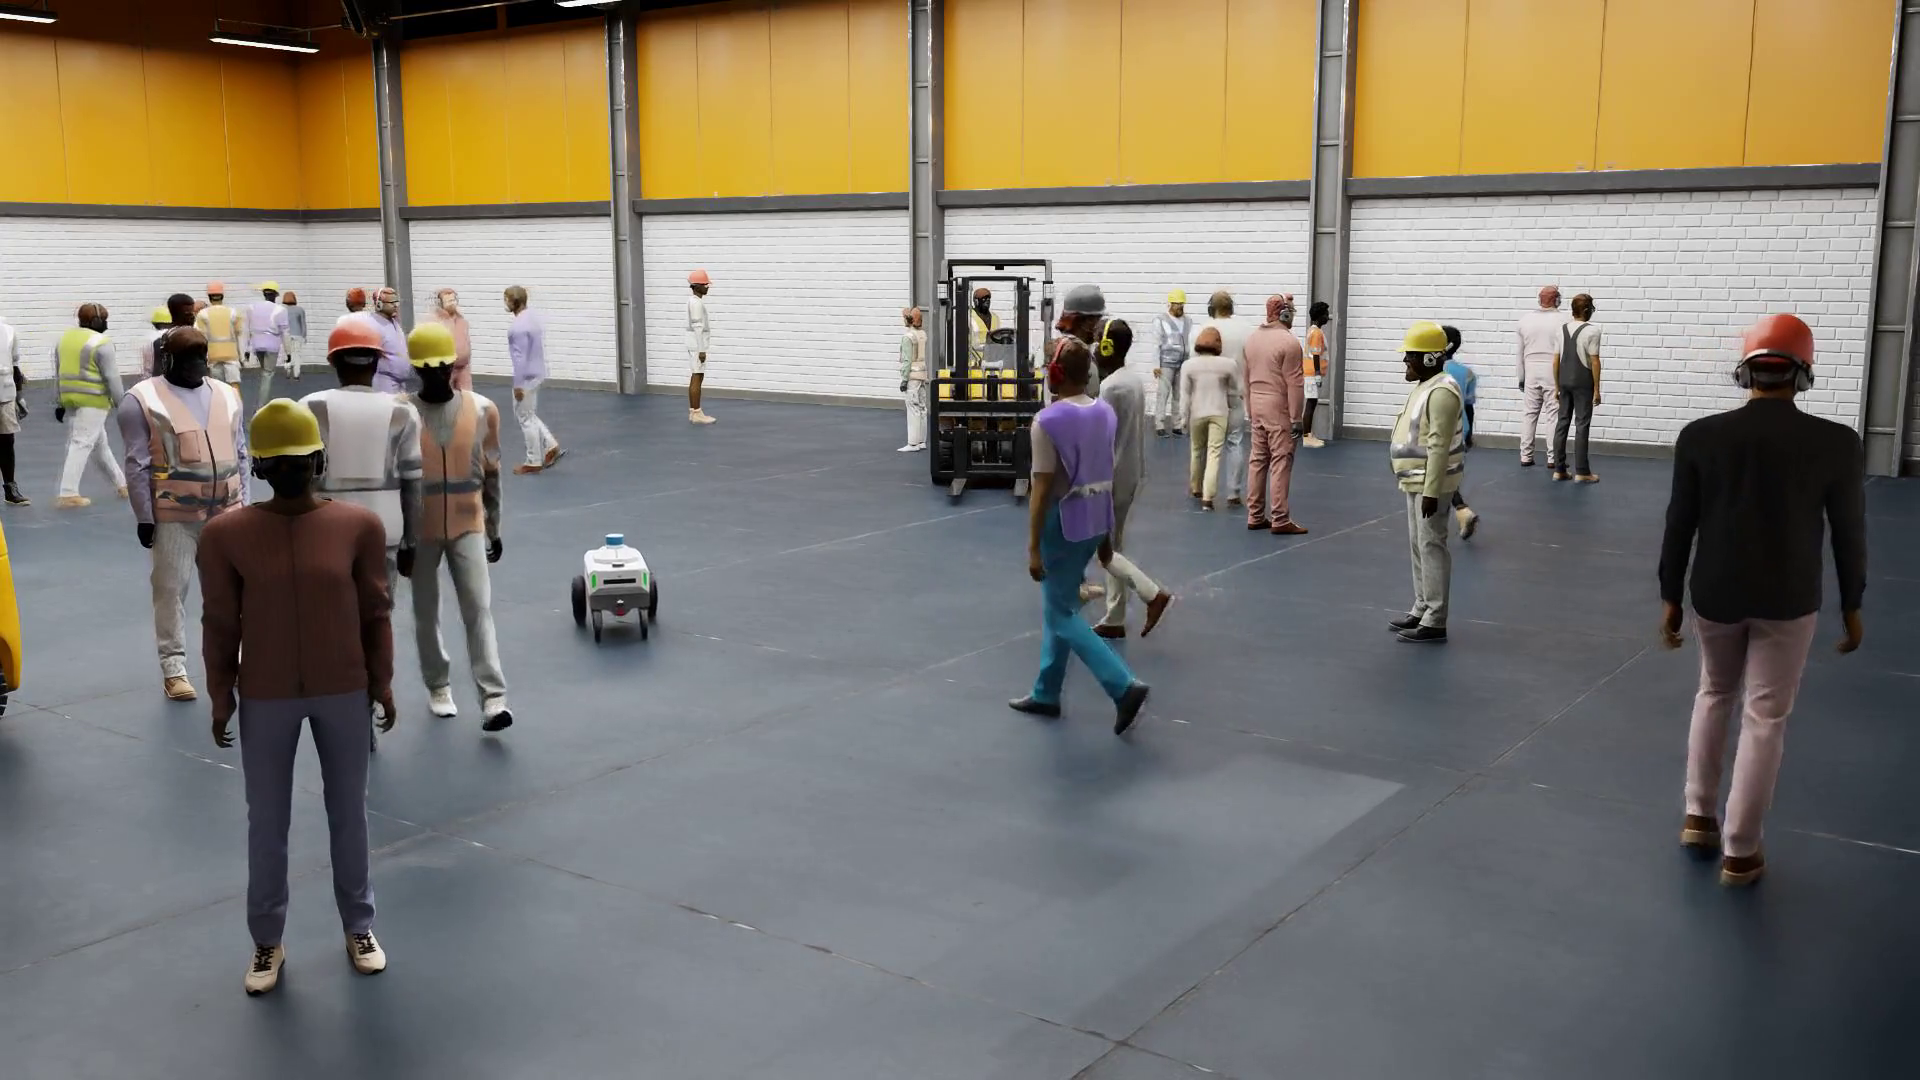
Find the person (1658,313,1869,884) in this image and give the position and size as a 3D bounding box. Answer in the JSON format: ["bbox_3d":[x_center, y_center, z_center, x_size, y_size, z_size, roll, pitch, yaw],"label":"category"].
[{"bbox_3d":[2.833,0.201,5.856,0.633,1.971,0.622,8,13,41],"label":"person"}]

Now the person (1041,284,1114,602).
[{"bbox_3d":[0.775,-0.614,10.520,0.540,2.000,0.685,0,10,2],"label":"person"}]

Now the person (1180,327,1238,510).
[{"bbox_3d":[2.196,-1.076,14.635,0.495,1.578,0.871,3,10,16],"label":"person"}]

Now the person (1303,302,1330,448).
[{"bbox_3d":[4.126,-1.917,19.326,0.320,1.694,0.521,2,10,12],"label":"person"}]

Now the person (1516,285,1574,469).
[{"bbox_3d":[6.136,-1.701,17.382,0.642,1.913,0.408,9,13,42],"label":"person"}]

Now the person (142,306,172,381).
[{"bbox_3d":[-7.838,-1.453,16.443,0.872,1.729,0.533,3,10,18],"label":"person"}]

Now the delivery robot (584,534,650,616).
[{"bbox_3d":[-2.019,0.208,9.761,0.477,0.478,0.707,-3,10,-15],"label":"delivery robot"}]

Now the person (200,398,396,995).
[{"bbox_3d":[-1.948,0.460,4.943,0.533,1.767,0.325,-4,11,-25],"label":"person"}]

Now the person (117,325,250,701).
[{"bbox_3d":[-3.812,-0.141,8.294,0.429,1.844,0.627,7,12,36],"label":"person"}]

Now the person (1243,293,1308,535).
[{"bbox_3d":[2.522,-0.998,13.205,0.407,1.908,0.642,-5,11,-28],"label":"person"}]

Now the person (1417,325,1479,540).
[{"bbox_3d":[3.803,-0.832,12.909,0.535,1.670,0.763,-5,11,-25],"label":"person"}]

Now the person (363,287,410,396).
[{"bbox_3d":[-5.510,-1.477,16.063,0.402,1.906,0.652,1,10,5],"label":"person"}]

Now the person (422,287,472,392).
[{"bbox_3d":[-5.858,-1.942,18.944,0.778,1.877,0.660,6,11,30],"label":"person"}]

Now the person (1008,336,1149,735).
[{"bbox_3d":[0.550,-0.021,7.652,0.801,1.823,0.571,8,12,39],"label":"person"}]

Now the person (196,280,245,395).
[{"bbox_3d":[-9.433,-2.357,21.268,0.550,1.919,0.746,-5,11,-27],"label":"person"}]

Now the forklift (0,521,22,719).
[{"bbox_3d":[-5.296,-0.090,6.943,1.214,2.155,2.313,7,12,35],"label":"forklift"}]

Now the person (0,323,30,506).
[{"bbox_3d":[-8.475,-1.251,14.529,0.361,1.964,0.613,7,12,34],"label":"person"}]

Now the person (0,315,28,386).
[{"bbox_3d":[-10.502,-1.809,18.044,0.915,1.892,0.628,5,11,29],"label":"person"}]

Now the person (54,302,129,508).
[{"bbox_3d":[-7.685,-1.205,14.795,0.636,1.786,0.969,5,11,27],"label":"person"}]

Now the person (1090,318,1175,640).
[{"bbox_3d":[0.943,-0.316,9.357,0.537,1.843,0.518,5,11,27],"label":"person"}]

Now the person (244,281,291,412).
[{"bbox_3d":[-9.661,-2.681,23.321,0.607,1.865,0.854,2,10,9],"label":"person"}]

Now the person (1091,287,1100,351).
[{"bbox_3d":[1.605,-2.206,20.510,0.328,1.872,0.514,4,10,23],"label":"person"}]

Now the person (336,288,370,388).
[{"bbox_3d":[-6.782,-1.891,18.682,0.926,1.844,0.618,8,12,40],"label":"person"}]

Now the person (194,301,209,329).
[{"bbox_3d":[-10.667,-2.576,23.546,0.518,1.592,0.869,-1,10,-4],"label":"person"}]

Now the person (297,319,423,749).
[{"bbox_3d":[-2.685,-0.025,7.419,0.589,1.901,0.490,-4,10,-24],"label":"person"}]

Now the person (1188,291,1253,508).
[{"bbox_3d":[2.309,-1.248,14.779,0.654,1.892,0.812,-1,10,-6],"label":"person"}]

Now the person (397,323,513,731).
[{"bbox_3d":[-2.346,-0.042,7.591,0.590,1.871,0.991,-5,11,-26],"label":"person"}]

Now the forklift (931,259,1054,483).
[{"bbox_3d":[0.370,-1.738,16.759,1.214,2.155,2.313,1,10,3],"label":"forklift"}]

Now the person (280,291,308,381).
[{"bbox_3d":[-12.022,-3.667,29.946,0.507,1.619,0.383,-3,10,-17],"label":"person"}]

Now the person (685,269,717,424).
[{"bbox_3d":[-3.461,-2.567,22.137,0.378,2.045,0.605,-3,10,-15],"label":"person"}]

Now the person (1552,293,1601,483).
[{"bbox_3d":[6.029,-1.477,16.242,0.344,1.847,0.503,-7,12,-34],"label":"person"}]

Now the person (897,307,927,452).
[{"bbox_3d":[-0.526,-1.816,18.868,0.307,1.641,0.514,4,10,20],"label":"person"}]

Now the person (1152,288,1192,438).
[{"bbox_3d":[2.618,-2.160,20.354,0.600,1.827,0.404,-5,11,-30],"label":"person"}]

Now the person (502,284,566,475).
[{"bbox_3d":[-4.335,-1.606,16.751,0.469,1.929,0.671,0,10,-1],"label":"person"}]

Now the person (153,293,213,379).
[{"bbox_3d":[-6.465,-1.123,14.024,0.732,1.888,0.615,-1,10,-7],"label":"person"}]

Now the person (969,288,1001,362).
[{"bbox_3d":[0.257,-2.068,19.768,0.621,1.845,0.429,-7,12,-36],"label":"person"}]

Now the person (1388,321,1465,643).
[{"bbox_3d":[2.652,-0.330,9.485,0.403,1.825,0.592,1,10,3],"label":"person"}]
